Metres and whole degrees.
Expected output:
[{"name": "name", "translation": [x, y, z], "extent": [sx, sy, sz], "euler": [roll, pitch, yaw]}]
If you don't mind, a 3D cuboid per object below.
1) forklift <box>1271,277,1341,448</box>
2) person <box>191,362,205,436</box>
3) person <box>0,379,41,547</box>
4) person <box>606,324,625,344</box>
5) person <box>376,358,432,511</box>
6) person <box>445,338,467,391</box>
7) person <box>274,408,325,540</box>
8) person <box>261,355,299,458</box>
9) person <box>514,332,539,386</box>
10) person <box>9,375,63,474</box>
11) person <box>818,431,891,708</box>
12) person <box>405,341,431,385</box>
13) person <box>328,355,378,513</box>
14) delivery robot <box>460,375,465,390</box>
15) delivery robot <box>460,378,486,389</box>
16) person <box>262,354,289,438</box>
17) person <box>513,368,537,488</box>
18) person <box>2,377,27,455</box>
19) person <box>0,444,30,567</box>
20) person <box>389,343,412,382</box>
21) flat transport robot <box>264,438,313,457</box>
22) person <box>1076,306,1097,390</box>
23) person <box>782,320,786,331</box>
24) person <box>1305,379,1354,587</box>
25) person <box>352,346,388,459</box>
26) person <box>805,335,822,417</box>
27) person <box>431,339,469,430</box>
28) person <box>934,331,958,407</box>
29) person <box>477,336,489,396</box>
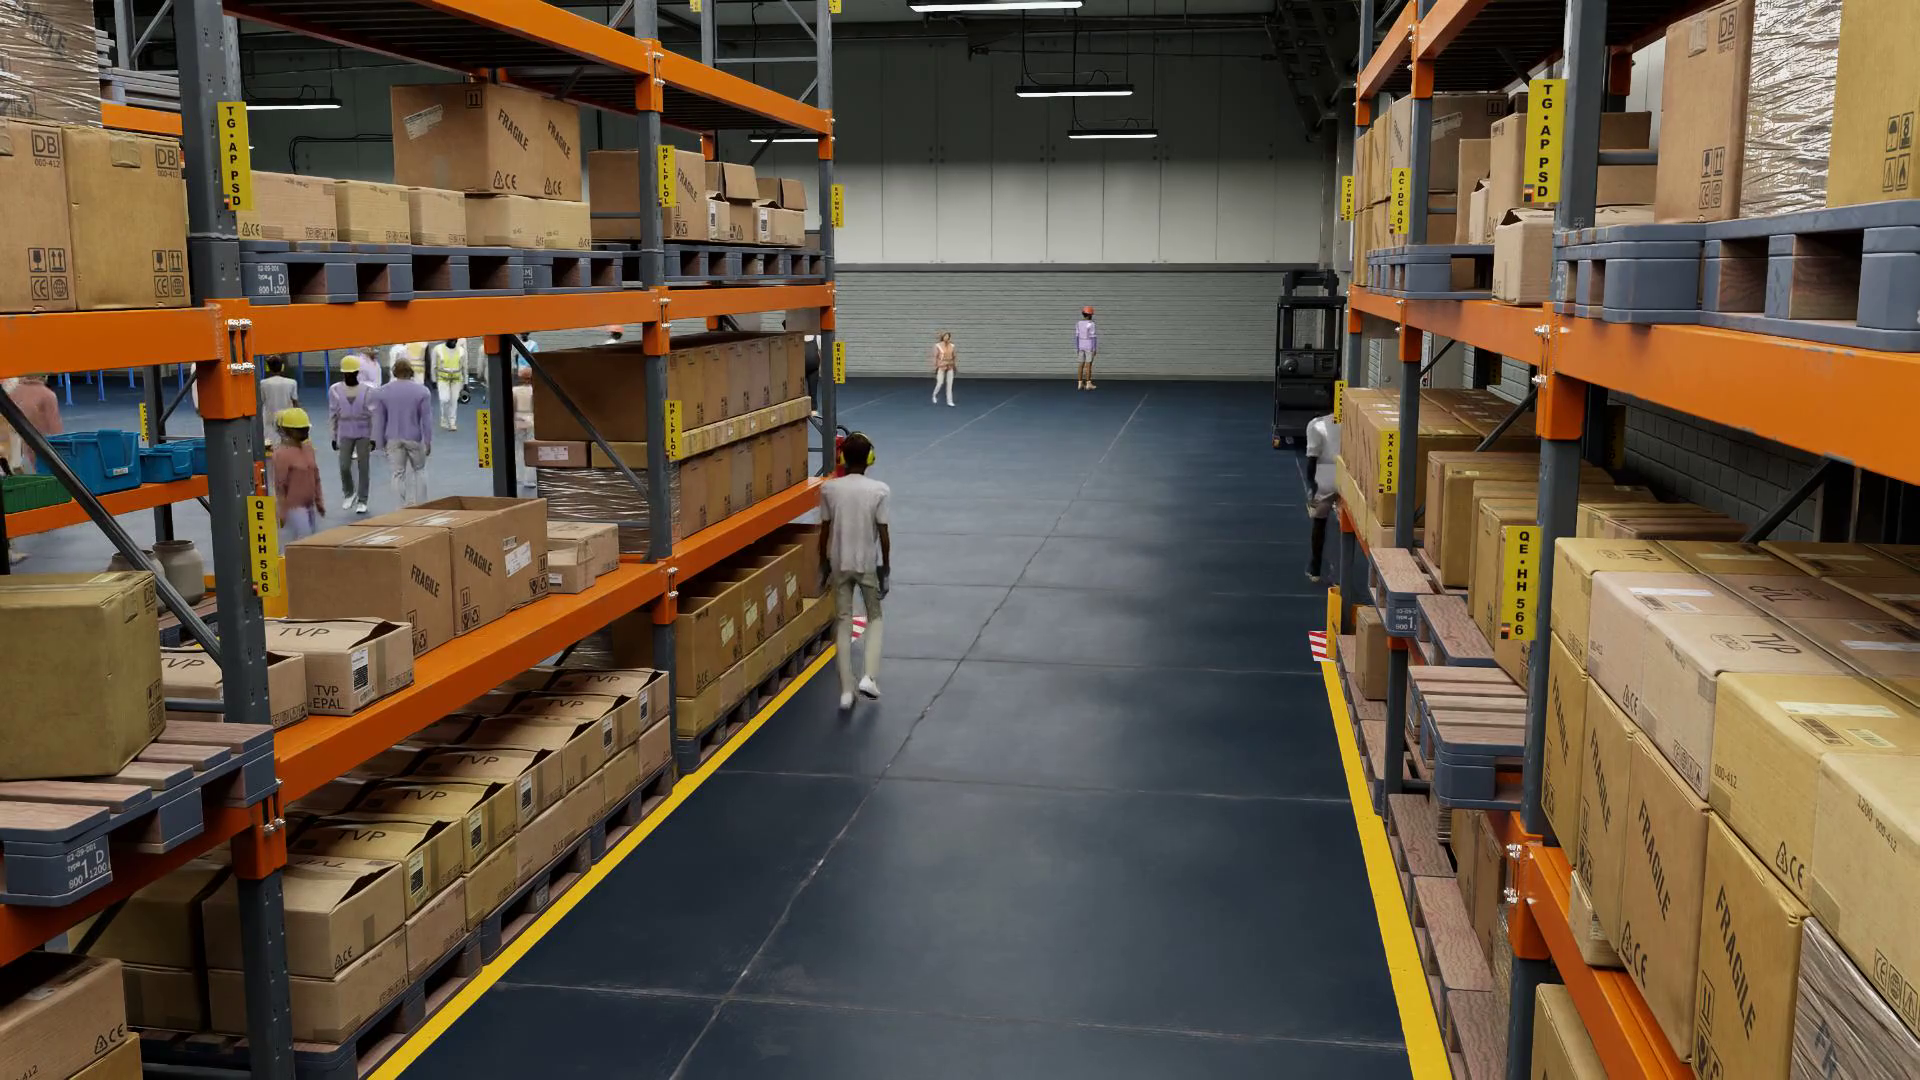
[{"name": "forklift", "translation": [5.847, -3.016, 27.970], "extent": [1.129, 2.768, 1.873], "euler": [1, 9, 9]}, {"name": "person", "translation": [-11.247, -2.071, 25.116], "extent": [0.660, 1.875, 0.879], "euler": [-5, 11, -29]}, {"name": "person", "translation": [-10.159, -0.892, 17.732], "extent": [0.553, 1.905, 0.725], "euler": [7, 11, 36]}, {"name": "person", "translation": [-6.855, -3.339, 32.832], "extent": [0.880, 1.909, 0.555], "euler": [-6, 11, -31]}, {"name": "person", "translation": [-6.462, -1.163, 19.424], "extent": [0.634, 1.899, 0.788], "euler": [-1, 9, -9]}, {"name": "person", "translation": [-12.042, -4.321, 39.751], "extent": [0.528, 1.619, 0.344], "euler": [-2, 9, -13]}, {"name": "person", "translation": [-5.815, -0.298, 14.553], "extent": [0.594, 1.738, 0.534], "euler": [1, 9, 8]}, {"name": "person", "translation": [-8.896, -1.486, 21.648], "extent": [0.554, 1.820, 0.913], "euler": [-6, 11, -34]}, {"name": "person", "translation": [-9.517, -3.836, 36.614], "extent": [0.636, 1.644, 0.820], "euler": [0, 9, 1]}, {"name": "person", "translation": [-10.648, -1.139, 19.295], "extent": [0.676, 1.888, 0.431], "euler": [3, 10, 19]}, {"name": "person", "translation": [-0.718, 0.200, 11.181], "extent": [0.528, 1.854, 0.435], "euler": [1, 9, 6]}, {"name": "person", "translation": [-10.940, -3.375, 33.373], "extent": [0.654, 1.803, 0.457], "euler": [-2, 9, -13]}, {"name": "person", "translation": [-7.308, -1.273, 20.080], "extent": [0.582, 1.906, 0.443], "euler": [-2, 9, -11]}, {"name": "delivery robot", "translation": [-12.054, -3.850, 39.975], "extent": [0.477, 0.478, 0.707], "euler": [-2, 9, -11]}, {"name": "delivery robot", "translation": [-10.840, -3.482, 36.905], "extent": [0.698, 0.223, 0.335], "euler": [-6, 11, -32]}, {"name": "person", "translation": [-11.132, -2.386, 26.804], "extent": [0.923, 1.956, 0.609], "euler": [2, 9, 14]}, {"name": "person", "translation": [-5.786, -1.525, 22.527], "extent": [0.542, 1.604, 0.704], "euler": [2, 10, 15]}, {"name": "person", "translation": [-15.081, -2.286, 26.304], "extent": [0.647, 1.906, 0.819], "euler": [-7, 12, -37]}, {"name": "person", "translation": [-9.580, -0.546, 16.365], "extent": [0.879, 1.634, 0.555], "euler": [0, 9, 3]}, {"name": "person", "translation": [-9.869, -2.794, 29.389], "extent": [0.498, 1.935, 0.636], "euler": [-9, 13, -43]}, {"name": "flat transport robot", "translation": [-11.020, -1.506, 26.679], "extent": [0.652, 0.197, 1.431], "euler": [1, 9, 5]}, {"name": "person", "translation": [3.137, -4.740, 41.046], "extent": [0.395, 2.042, 0.608], "euler": [-8, 12, -42]}, {"name": "person", "translation": [-4.327, -4.667, 41.661], "extent": [0.533, 1.697, 0.318], "euler": [-2, 9, -11]}, {"name": "person", "translation": [3.484, -0.534, 15.460], "extent": [0.614, 1.924, 0.902], "euler": [0, 9, 1]}, {"name": "person", "translation": [-9.191, -2.188, 25.908], "extent": [1.048, 1.839, 0.685], "euler": [2, 9, 13]}, {"name": "person", "translation": [-3.069, -3.468, 33.338], "extent": [0.688, 2.000, 0.536], "euler": [-3, 10, -17]}, {"name": "person", "translation": [-9.334, -2.910, 30.450], "extent": [0.662, 1.815, 0.467], "euler": [-6, 11, -32]}, {"name": "person", "translation": [-0.324, -3.711, 35.979], "extent": [0.538, 1.626, 0.539], "euler": [-5, 10, -28]}, {"name": "person", "translation": [-8.734, -3.083, 31.295], "extent": [0.813, 1.897, 0.608], "euler": [3, 10, 20]}]
